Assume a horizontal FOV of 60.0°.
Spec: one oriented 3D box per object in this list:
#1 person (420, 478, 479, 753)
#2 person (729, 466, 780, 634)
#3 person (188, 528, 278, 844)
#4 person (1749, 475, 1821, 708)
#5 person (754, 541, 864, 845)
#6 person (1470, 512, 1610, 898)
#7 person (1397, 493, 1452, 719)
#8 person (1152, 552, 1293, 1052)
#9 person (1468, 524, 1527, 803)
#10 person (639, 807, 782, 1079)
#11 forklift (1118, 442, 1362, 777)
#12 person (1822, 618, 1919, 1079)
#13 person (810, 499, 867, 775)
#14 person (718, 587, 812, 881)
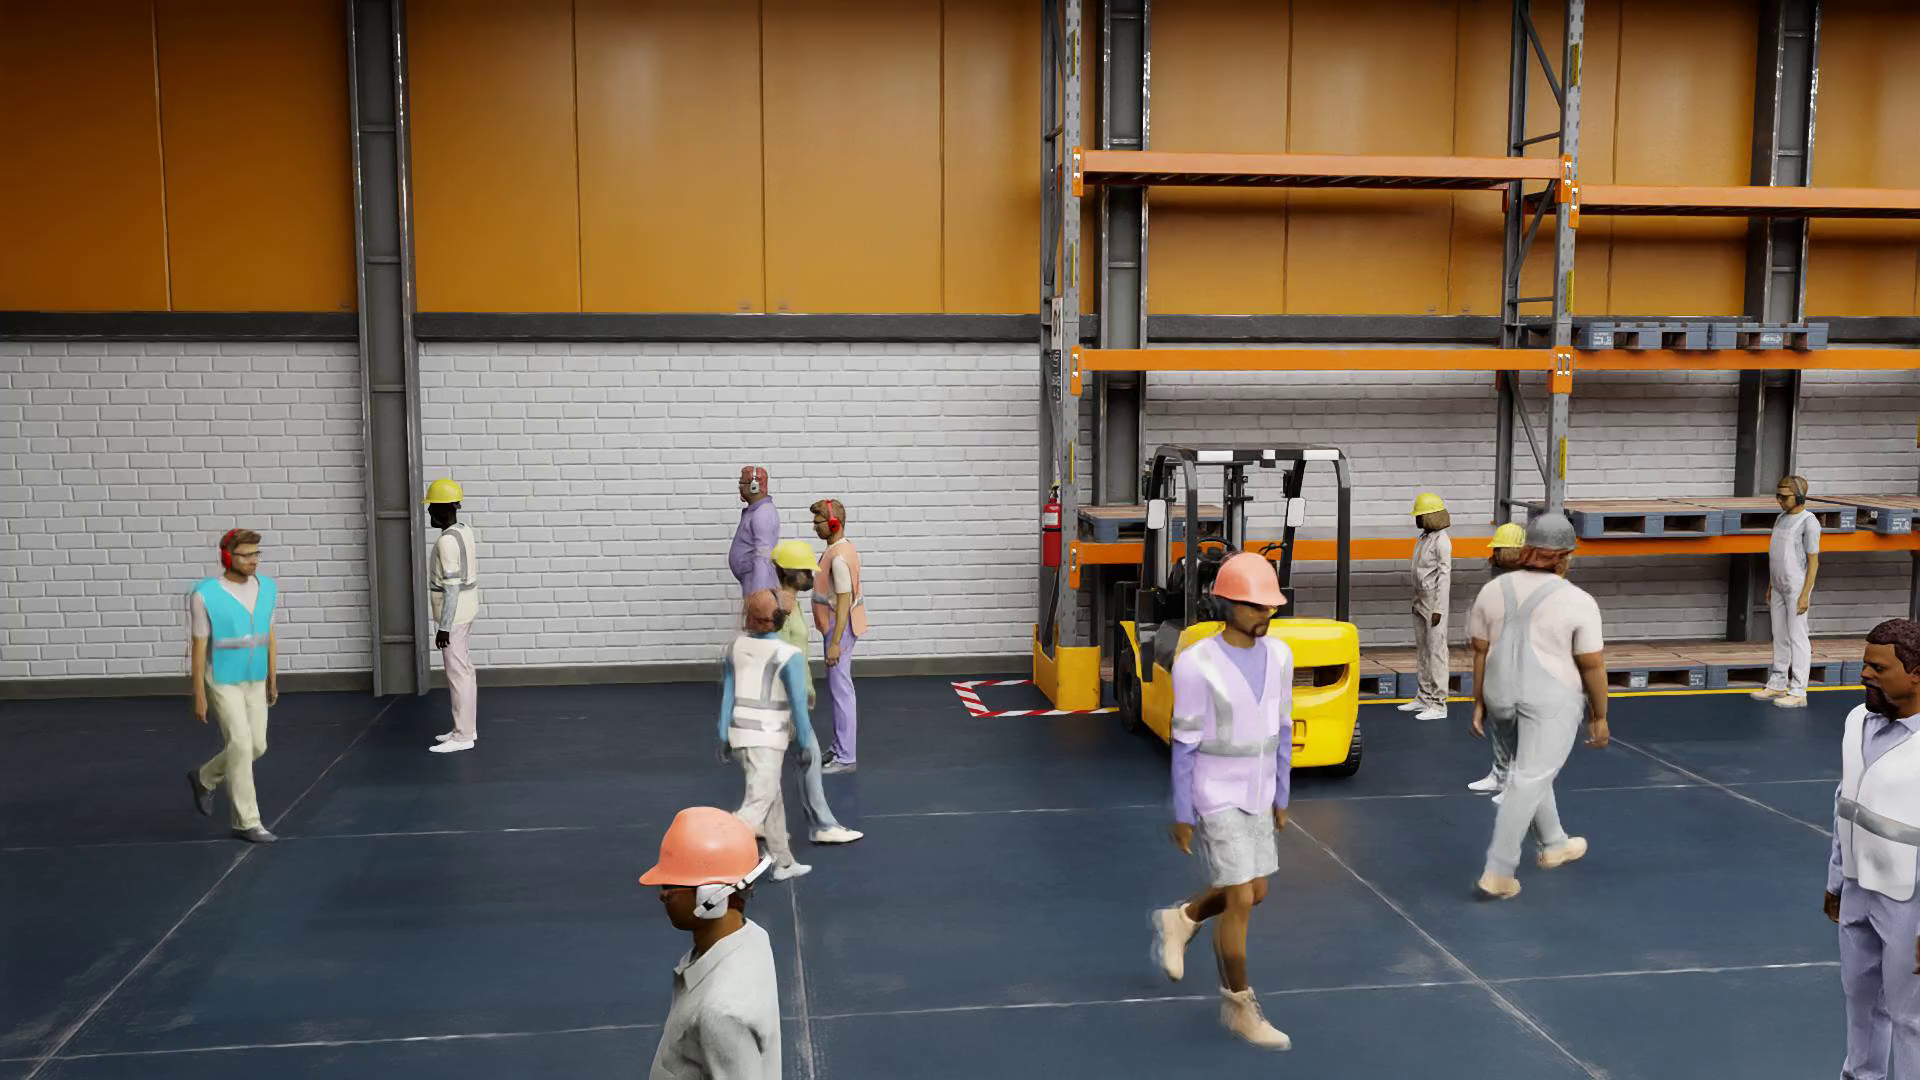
[{"bbox_3d":[-3.580,0.527,11.698,0.366,1.927,0.585,-1,7,-8],"label":"person"},{"bbox_3d":[-1.632,0.362,13.234,0.409,1.909,0.640,-1,7,-8],"label":"person"},{"bbox_3d":[-4.229,0.822,9.609,0.697,1.818,0.569,3,7,24],"label":"person"},{"bbox_3d":[6.564,0.402,13.170,0.346,1.842,0.506,-1,7,-8],"label":"person"},{"bbox_3d":[-0.880,0.874,9.452,0.799,1.729,0.552,0,7,-1],"label":"person"},{"bbox_3d":[3.034,0.812,8.710,1.077,2.000,0.688,-5,8,-36],"label":"person"},{"bbox_3d":[3.582,0.501,12.751,0.305,1.738,0.484,-1,7,-8],"label":"person"},{"bbox_3d":[1.078,1.034,6.915,0.605,2.021,0.788,-4,8,-34],"label":"person"},{"bbox_3d":[3.425,0.764,10.420,0.295,1.744,0.484,-1,7,-8],"label":"person"},{"bbox_3d":[-0.586,1.495,3.975,0.326,1.752,0.559,-1,7,-8],"label":"person"},{"bbox_3d":[1.912,0.418,11.496,1.214,2.155,2.313,-1,7,-8],"label":"forklift"},{"bbox_3d":[3.192,1.218,5.687,0.393,1.920,0.591,-1,7,-8],"label":"person"},{"bbox_3d":[-0.815,0.639,11.103,0.390,1.839,0.564,-1,7,-8],"label":"person"},{"bbox_3d":[-1.062,1.050,8.543,0.525,1.601,0.826,5,8,39],"label":"person"}]
